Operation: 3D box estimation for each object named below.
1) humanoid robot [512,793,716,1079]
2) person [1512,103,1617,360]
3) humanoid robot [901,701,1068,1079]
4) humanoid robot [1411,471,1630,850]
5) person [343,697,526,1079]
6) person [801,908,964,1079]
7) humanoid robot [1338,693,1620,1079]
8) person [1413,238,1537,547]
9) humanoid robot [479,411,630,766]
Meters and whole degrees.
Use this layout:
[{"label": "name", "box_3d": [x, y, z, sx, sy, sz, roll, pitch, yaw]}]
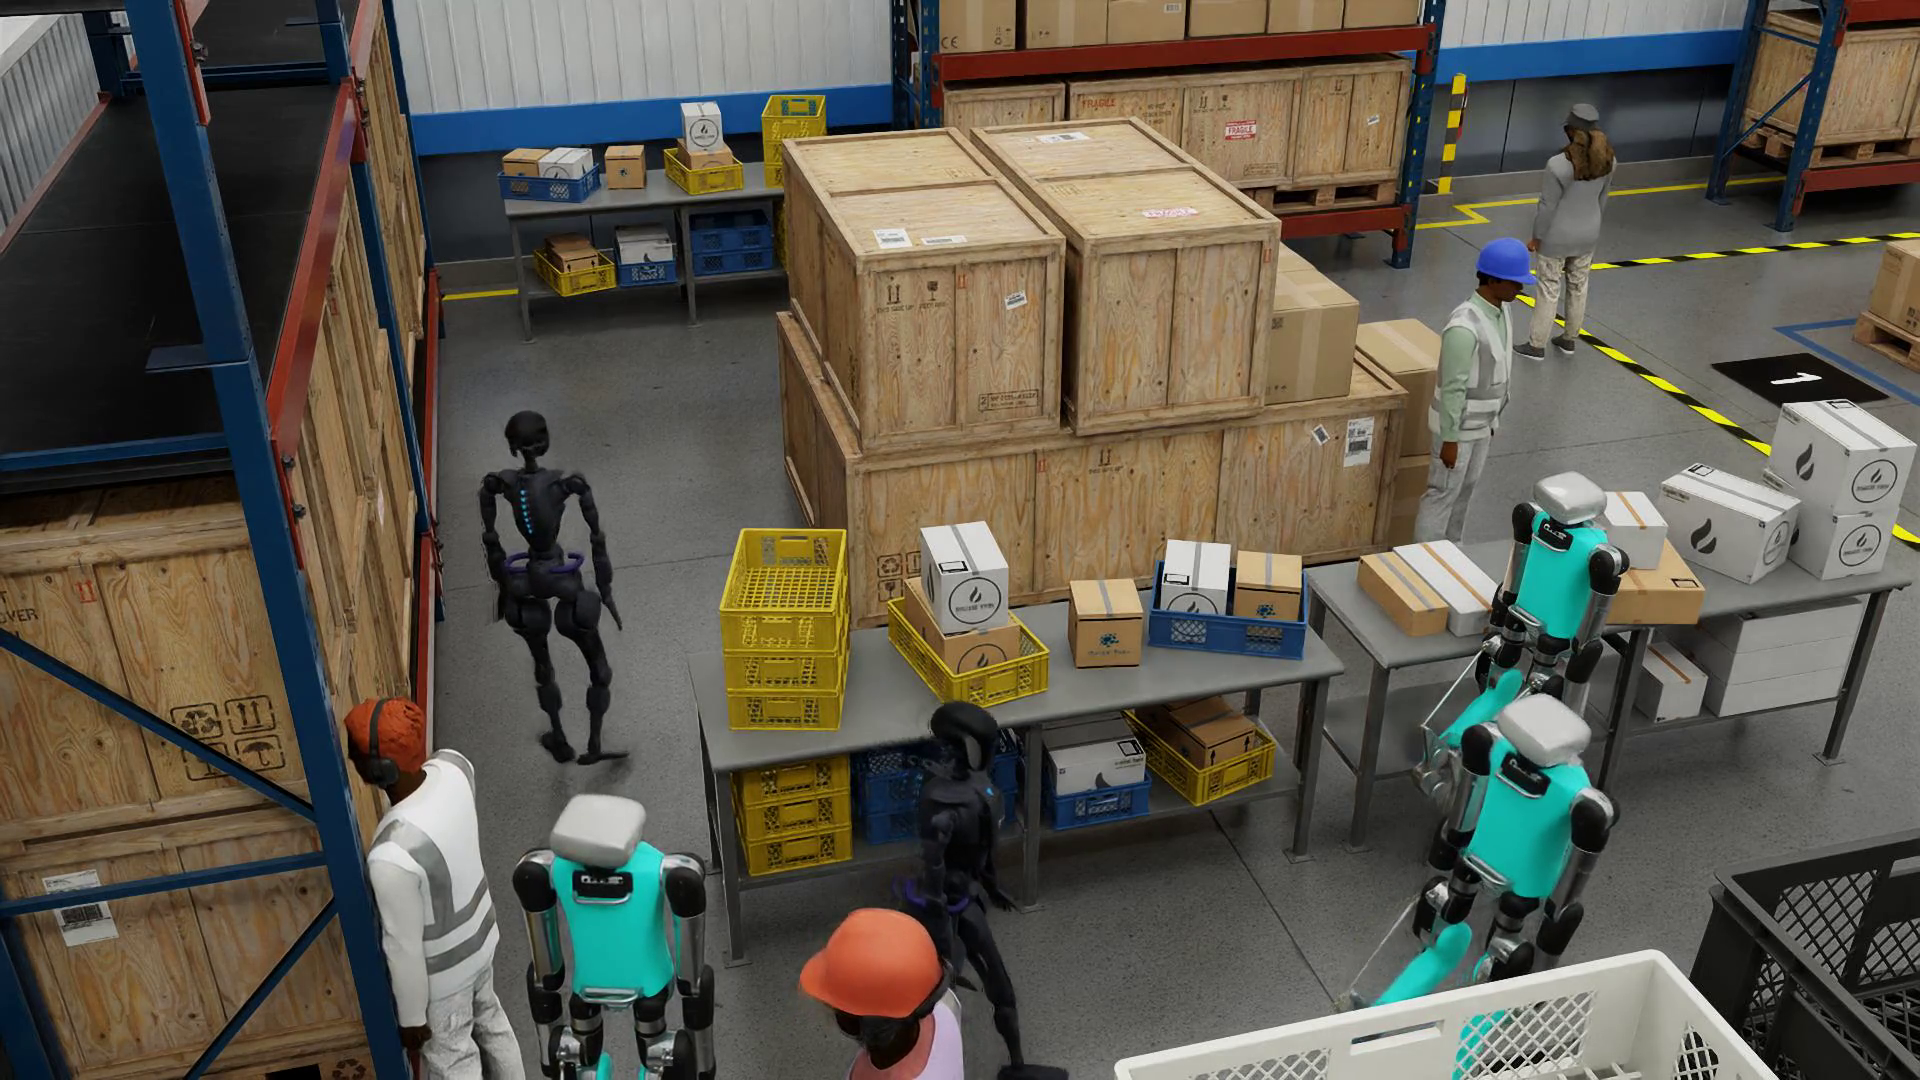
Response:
[{"label": "humanoid robot", "box_3d": [-0.971, 1.575, 4.654, 0.531, 1.716, 0.719, 1, 29, 3]}, {"label": "person", "box_3d": [4.145, -2.086, 11.349, 0.563, 1.765, 0.401, -11, 31, -19]}, {"label": "humanoid robot", "box_3d": [0.036, 1.236, 5.427, 0.659, 1.636, 0.584, 8, 30, 14]}, {"label": "humanoid robot", "box_3d": [2.058, 0.568, 6.424, 0.735, 1.677, 0.533, -12, 31, -21]}, {"label": "person", "box_3d": [-1.597, 1.277, 5.130, 0.338, 1.877, 0.570, 3, 29, 5]}, {"label": "person", "box_3d": [-0.178, 1.728, 4.144, 0.367, 2.044, 0.607, 4, 29, 7]}, {"label": "humanoid robot", "box_3d": [1.509, 1.378, 5.196, 0.746, 1.880, 0.541, -17, 33, -28]}, {"label": "person", "box_3d": [2.603, -0.611, 8.499, 0.412, 1.939, 0.602, 20, 35, 32]}, {"label": "humanoid robot", "box_3d": [-1.776, 0.246, 7.217, 0.589, 1.645, 0.429, 3, 29, 6]}]
